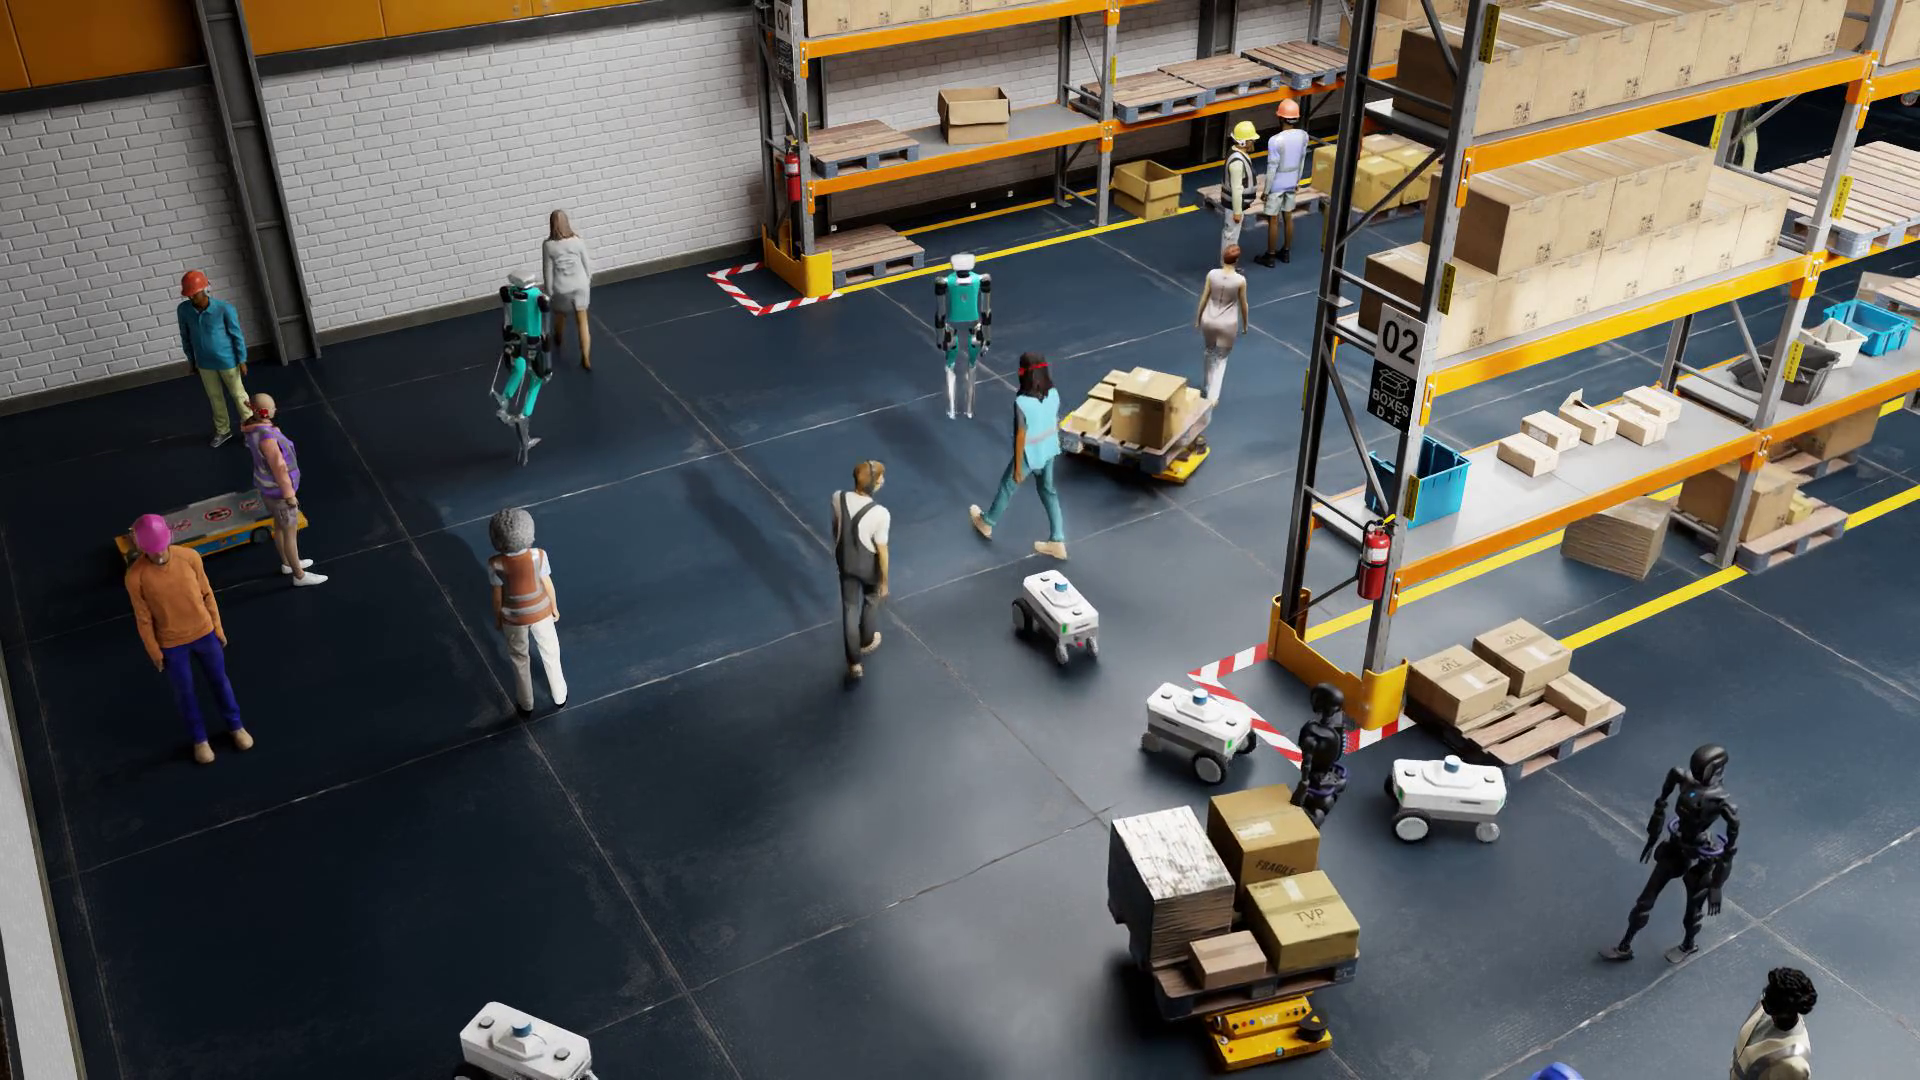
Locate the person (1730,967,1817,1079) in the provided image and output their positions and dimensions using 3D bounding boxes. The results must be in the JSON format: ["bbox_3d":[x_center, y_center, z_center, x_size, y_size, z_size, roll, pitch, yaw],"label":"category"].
[{"bbox_3d":[3.982,2.780,8.313,0.320,1.690,0.532,5,32,7],"label":"person"}]

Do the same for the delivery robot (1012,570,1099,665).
[{"bbox_3d":[0.770,0.548,12.932,0.499,0.585,0.765,-14,35,-21],"label":"delivery robot"}]

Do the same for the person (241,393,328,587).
[{"bbox_3d":[-5.482,-0.407,13.392,0.347,1.692,0.482,-22,38,-31],"label":"person"}]

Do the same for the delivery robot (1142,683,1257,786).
[{"bbox_3d":[1.690,1.327,11.710,0.796,0.606,0.499,21,38,30],"label":"delivery robot"}]

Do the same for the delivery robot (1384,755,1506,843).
[{"bbox_3d":[3.224,1.705,11.113,0.812,0.614,0.499,4,32,6],"label":"delivery robot"}]

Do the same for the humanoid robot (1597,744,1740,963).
[{"bbox_3d":[4.249,1.891,9.759,0.658,1.638,0.591,-17,36,-25],"label":"humanoid robot"}]

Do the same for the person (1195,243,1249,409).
[{"bbox_3d":[2.566,-2.110,16.152,0.465,1.633,0.644,15,35,22],"label":"person"}]

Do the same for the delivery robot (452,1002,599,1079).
[{"bbox_3d":[-2.428,2.876,9.247,0.791,0.614,0.499,14,35,21],"label":"delivery robot"}]

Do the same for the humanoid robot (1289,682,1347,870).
[{"bbox_3d":[2.149,1.563,10.262,0.377,1.656,0.610,20,37,29],"label":"humanoid robot"}]

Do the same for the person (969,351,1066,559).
[{"bbox_3d":[0.523,-0.740,13.811,0.535,1.813,0.957,-27,41,-36],"label":"person"}]

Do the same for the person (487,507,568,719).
[{"bbox_3d":[-3.106,0.525,11.905,0.456,1.688,0.303,-11,34,-18],"label":"person"}]

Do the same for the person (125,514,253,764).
[{"bbox_3d":[-5.332,0.663,11.431,0.515,1.973,0.401,-24,39,-33],"label":"person"}]

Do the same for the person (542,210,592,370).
[{"bbox_3d":[-4.017,-2.617,16.971,0.512,1.620,0.852,-12,34,-18],"label":"person"}]

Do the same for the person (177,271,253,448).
[{"bbox_3d":[-6.869,-1.665,15.341,0.574,1.749,0.335,2,32,3],"label":"person"}]

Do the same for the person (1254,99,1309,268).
[{"bbox_3d":[3.665,-4.075,19.014,0.550,1.936,0.354,-19,37,-27],"label":"person"}]

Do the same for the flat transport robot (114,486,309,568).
[{"bbox_3d":[-6.411,-0.099,14.242,1.431,0.231,0.659,-21,38,-29],"label":"flat transport robot"}]

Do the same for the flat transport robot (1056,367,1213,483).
[{"bbox_3d":[1.550,-0.910,15.536,1.431,0.231,0.659,17,36,25],"label":"flat transport robot"}]

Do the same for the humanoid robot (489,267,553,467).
[{"bbox_3d":[-4.043,-1.479,15.162,0.546,1.896,0.783,14,35,21],"label":"humanoid robot"}]

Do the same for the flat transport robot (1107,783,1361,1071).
[{"bbox_3d":[1.626,2.538,10.037,0.659,0.231,1.431,-9,33,-13],"label":"flat transport robot"}]

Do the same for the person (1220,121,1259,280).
[{"bbox_3d":[3.122,-3.797,18.667,0.404,1.834,0.587,3,32,5],"label":"person"}]

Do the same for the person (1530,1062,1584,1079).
[{"bbox_3d":[2.653,3.095,7.737,0.472,1.772,0.323,-21,38,-30],"label":"person"}]

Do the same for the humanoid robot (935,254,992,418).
[{"bbox_3d":[0.013,-1.926,15.808,0.531,1.827,0.693,-3,32,-5],"label":"humanoid robot"}]

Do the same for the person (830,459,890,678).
[{"bbox_3d":[-0.733,0.193,12.326,0.517,1.808,0.667,10,33,15],"label":"person"}]

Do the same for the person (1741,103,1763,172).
[{"bbox_3d":[9.920,-5.346,21.173,0.566,1.799,0.922,-26,40,-34],"label":"person"}]
